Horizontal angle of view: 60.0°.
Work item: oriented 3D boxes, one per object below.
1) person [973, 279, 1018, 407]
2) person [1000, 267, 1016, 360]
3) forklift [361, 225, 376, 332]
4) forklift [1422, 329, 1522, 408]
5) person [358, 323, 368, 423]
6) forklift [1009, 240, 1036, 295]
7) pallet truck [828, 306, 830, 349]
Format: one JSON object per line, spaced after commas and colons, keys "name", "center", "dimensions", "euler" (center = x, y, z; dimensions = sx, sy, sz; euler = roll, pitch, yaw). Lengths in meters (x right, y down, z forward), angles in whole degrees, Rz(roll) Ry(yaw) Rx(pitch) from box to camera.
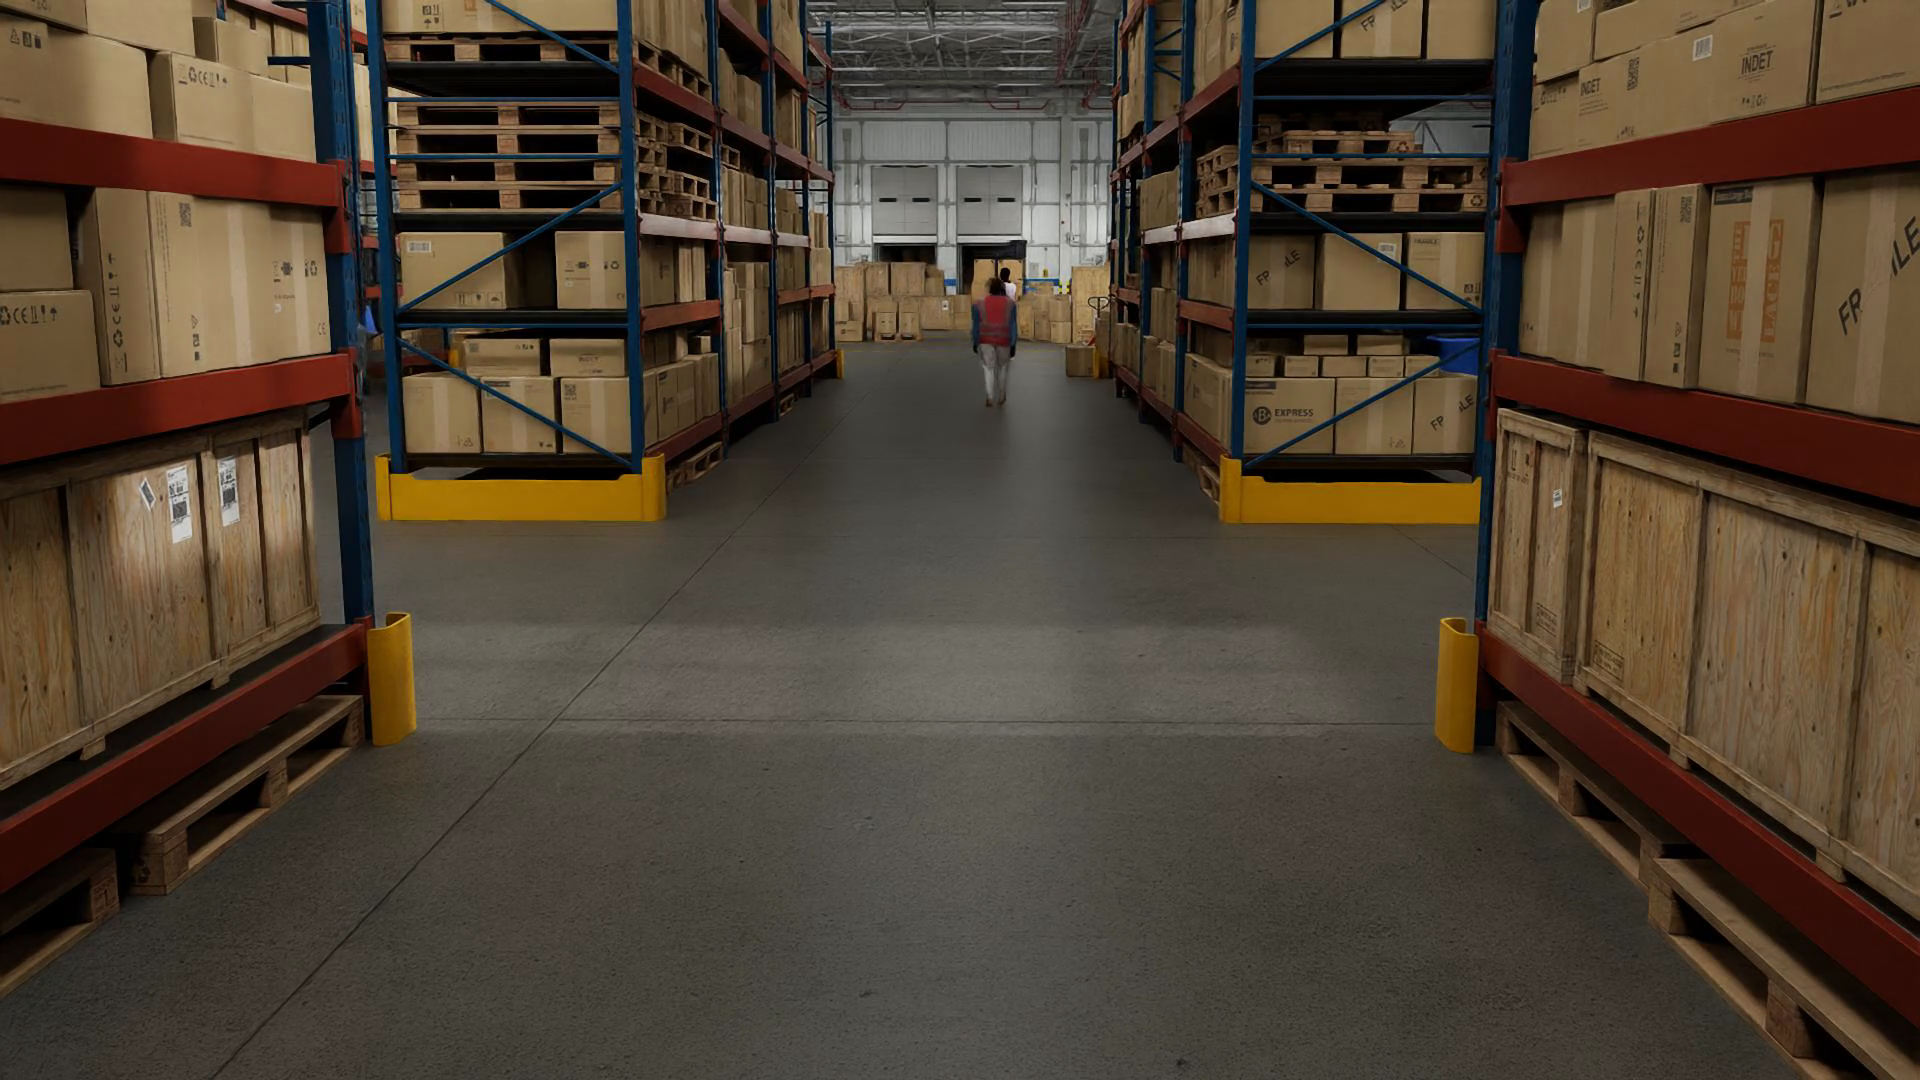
{"name": "person", "center": [0.495, -2.779, 23.454], "dimensions": [0.628, 1.799, 0.955], "euler": [0, 9, 2]}
{"name": "person", "center": [0.958, -4.665, 34.382], "dimensions": [0.379, 1.918, 0.597], "euler": [5, 11, 27]}
{"name": "forklift", "center": [-13.177, -5.379, 35.782], "dimensions": [1.129, 2.768, 1.873], "euler": [0, 9, 1]}
{"name": "forklift", "center": [6.464, -2.969, 21.348], "dimensions": [1.129, 2.768, 1.873], "euler": [0, 9, 1]}
{"name": "person", "center": [-6.957, -1.955, 19.024], "dimensions": [0.520, 1.613, 0.484], "euler": [3, 10, 16]}
{"name": "forklift", "center": [2.104, -9.416, 59.963], "dimensions": [1.873, 2.768, 1.129], "euler": [-4, 10, -21]}
{"name": "pallet truck", "center": [-3.100, -3.940, 29.800], "dimensions": [1.885, 1.965, 0.823], "euler": [3, 10, 19]}
